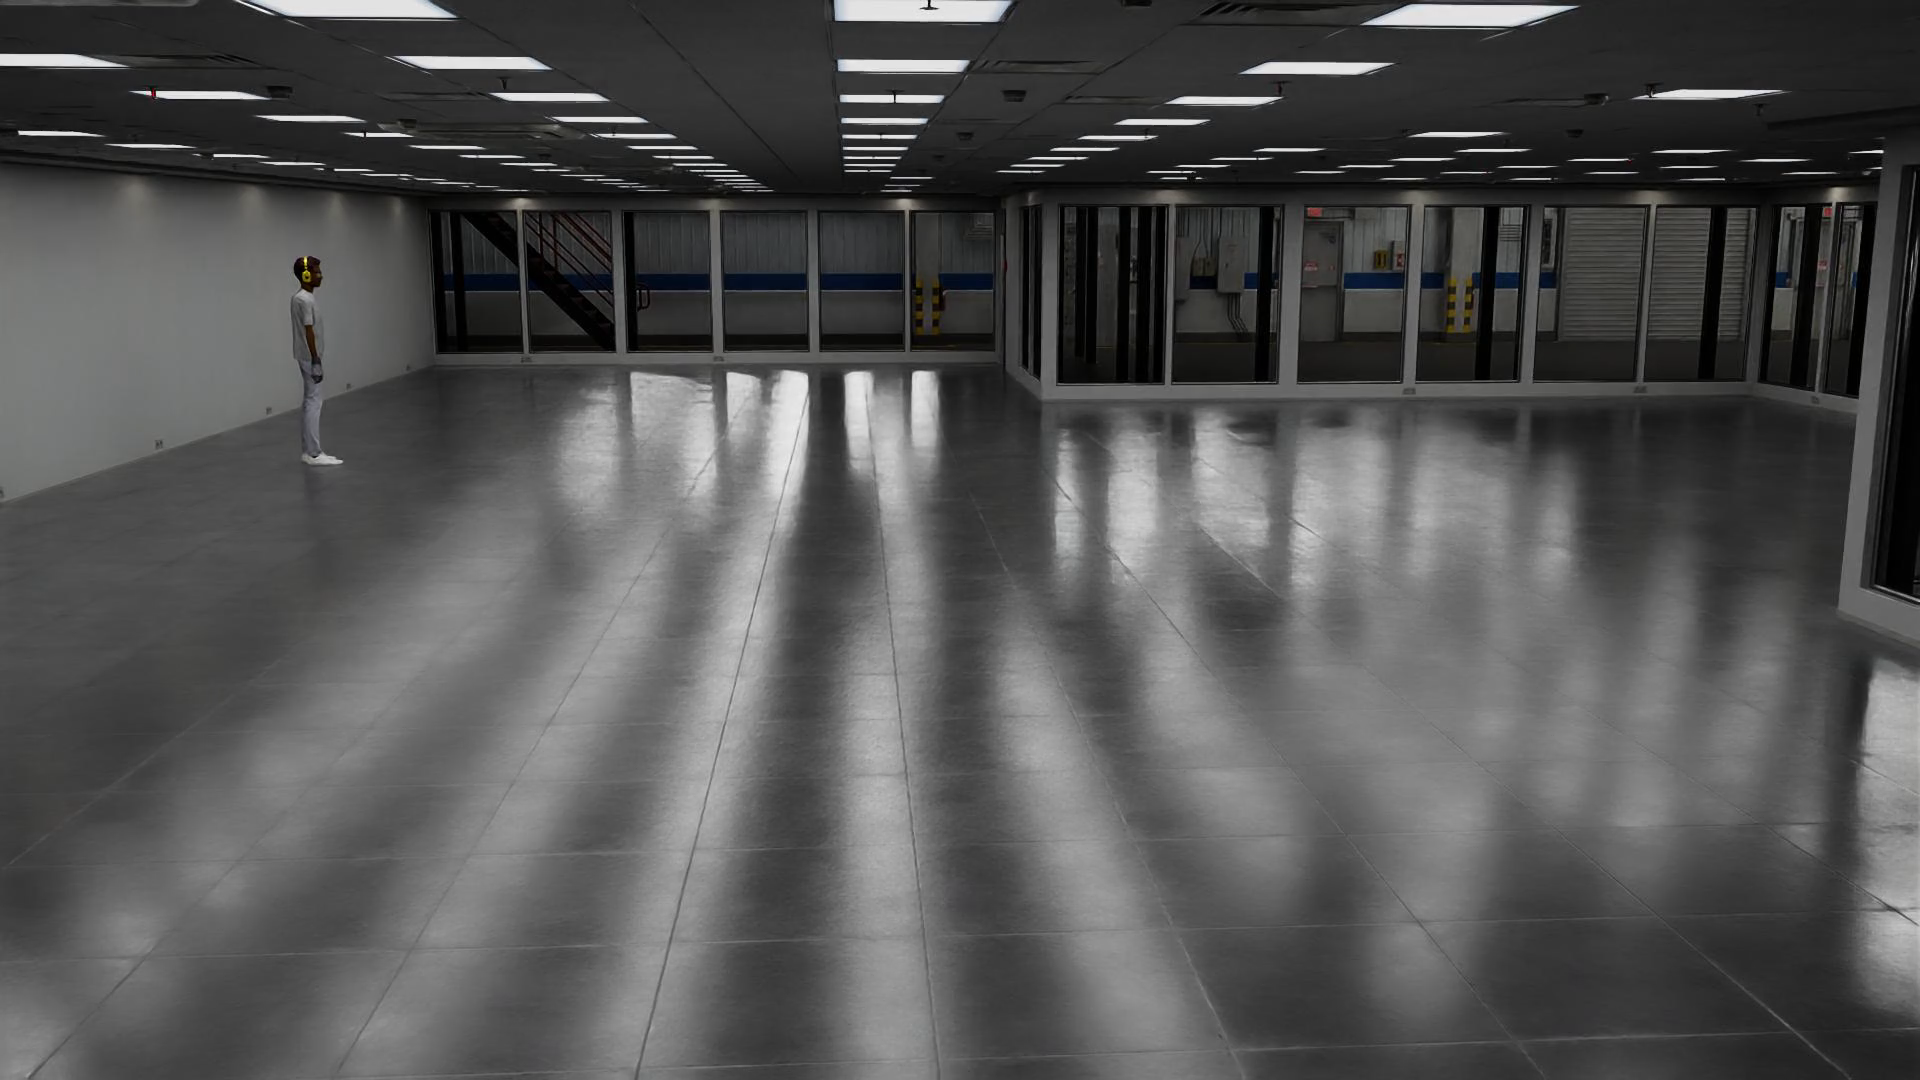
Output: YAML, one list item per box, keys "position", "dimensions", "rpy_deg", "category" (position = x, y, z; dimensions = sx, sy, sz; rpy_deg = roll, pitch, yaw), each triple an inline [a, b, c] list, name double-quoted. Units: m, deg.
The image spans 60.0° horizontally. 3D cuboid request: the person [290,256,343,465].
- position: [-5.801, -1.600, 14.925]
  dimensions: [0.323, 1.871, 0.530]
  rpy_deg: [-6, 12, -29]
  category: "person"
